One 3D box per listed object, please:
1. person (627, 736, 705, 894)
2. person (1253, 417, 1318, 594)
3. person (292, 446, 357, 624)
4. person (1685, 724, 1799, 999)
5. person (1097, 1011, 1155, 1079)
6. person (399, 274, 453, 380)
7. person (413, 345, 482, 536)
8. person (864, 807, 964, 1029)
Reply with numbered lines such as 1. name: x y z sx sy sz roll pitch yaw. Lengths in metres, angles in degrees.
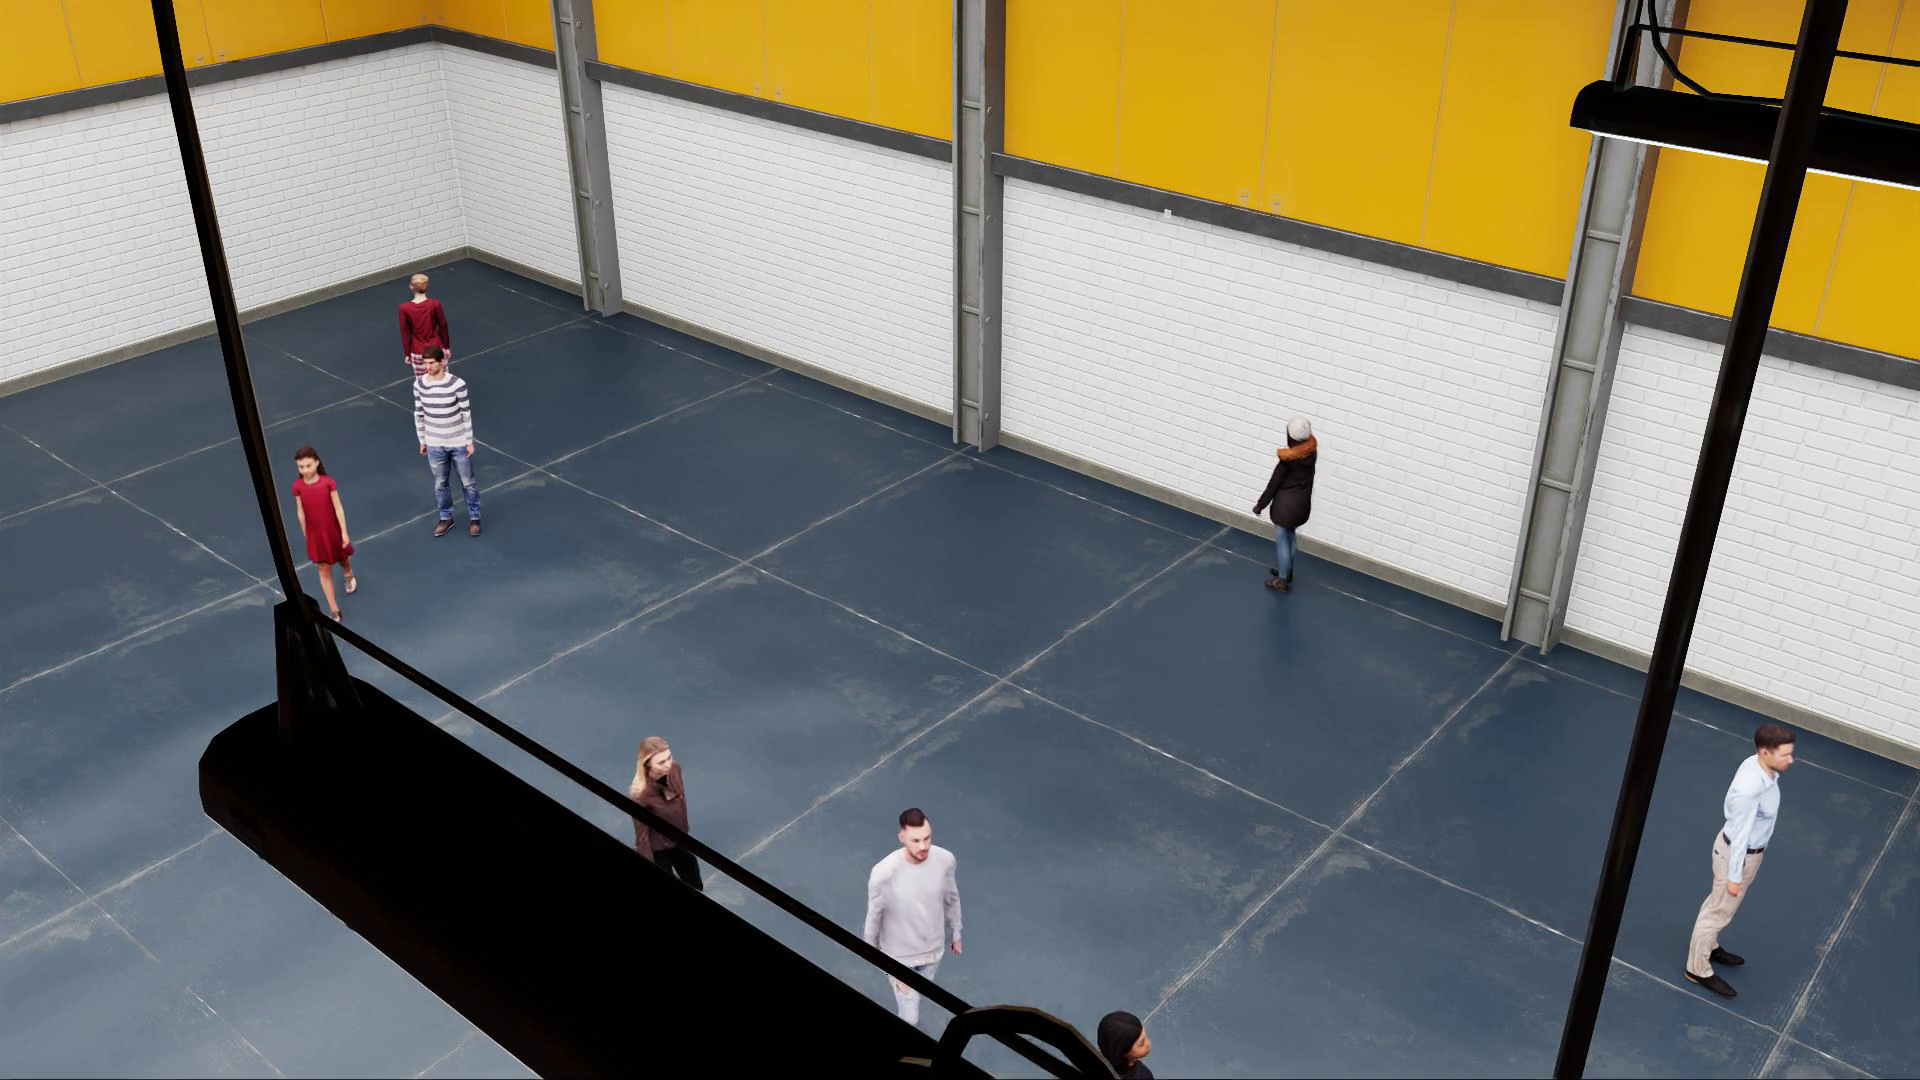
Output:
1. person: -1.878 1.877 10.218 0.677 1.687 0.679 15 32 25
2. person: 2.854 -0.279 14.231 0.654 1.629 0.693 -23 36 -35
3. person: -5.337 -0.112 14.024 0.874 1.535 1.057 -8 30 -15
4. person: 4.708 1.887 10.035 0.621 1.845 0.674 16 33 27
5. person: 0.690 2.968 8.228 1.096 1.679 0.898 5 29 10
6. person: -5.529 -1.967 17.266 0.689 1.687 0.662 -11 31 -20
7. person: -4.673 -0.916 15.166 0.691 1.853 0.777 0 29 0
8. person: -0.301 2.235 9.416 0.813 1.828 0.802 -14 32 -24
